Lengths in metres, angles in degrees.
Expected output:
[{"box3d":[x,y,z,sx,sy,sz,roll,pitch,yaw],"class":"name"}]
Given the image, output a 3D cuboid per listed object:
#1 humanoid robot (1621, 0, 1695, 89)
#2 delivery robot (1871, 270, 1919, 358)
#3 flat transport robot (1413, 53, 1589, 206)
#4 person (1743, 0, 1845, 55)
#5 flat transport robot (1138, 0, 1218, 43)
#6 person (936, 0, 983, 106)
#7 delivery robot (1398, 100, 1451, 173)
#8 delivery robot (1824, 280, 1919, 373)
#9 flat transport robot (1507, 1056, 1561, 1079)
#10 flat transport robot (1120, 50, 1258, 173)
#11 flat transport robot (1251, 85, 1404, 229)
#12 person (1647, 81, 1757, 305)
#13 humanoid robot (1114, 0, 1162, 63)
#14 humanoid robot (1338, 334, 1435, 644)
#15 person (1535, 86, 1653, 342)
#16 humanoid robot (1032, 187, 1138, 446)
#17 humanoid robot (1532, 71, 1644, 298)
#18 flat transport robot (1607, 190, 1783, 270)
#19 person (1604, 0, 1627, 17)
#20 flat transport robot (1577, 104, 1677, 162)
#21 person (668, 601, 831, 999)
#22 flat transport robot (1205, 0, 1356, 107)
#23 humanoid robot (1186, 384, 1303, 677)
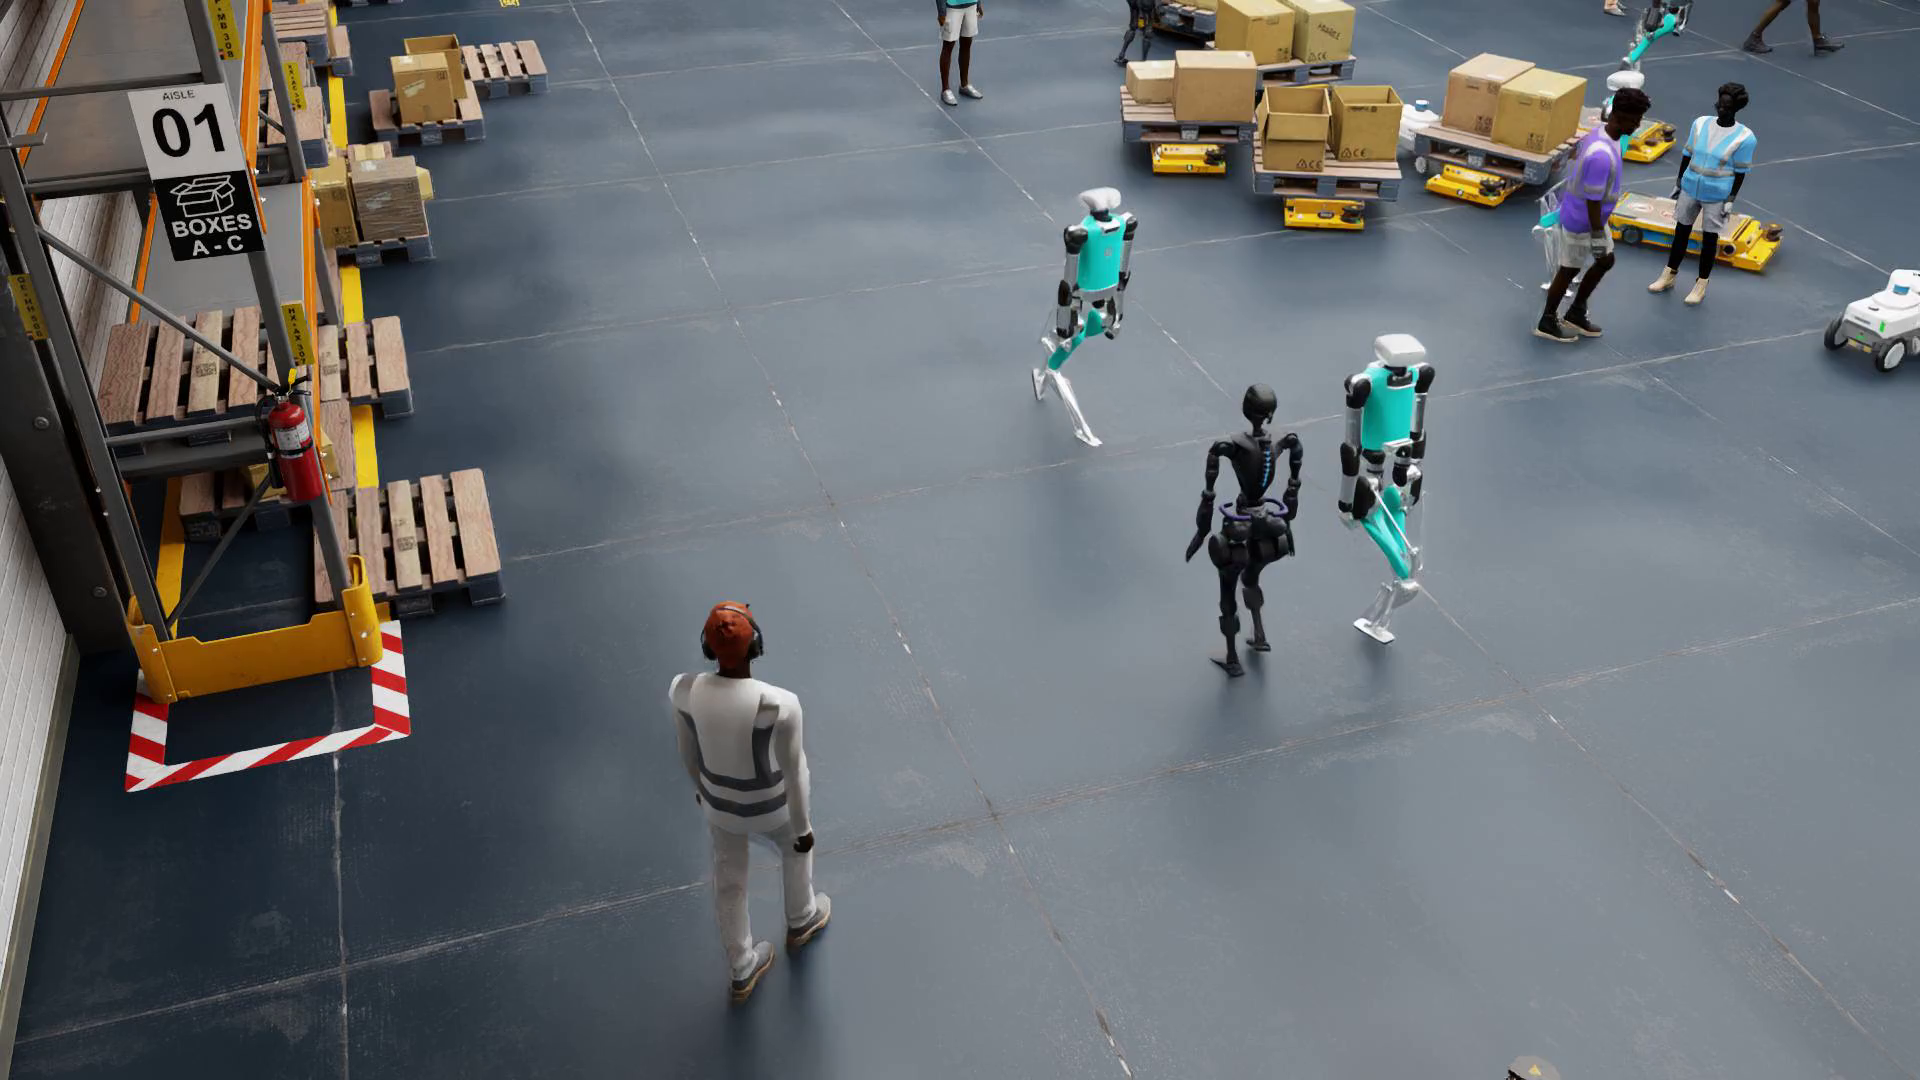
[{"box3d":[6.860,-5.112,16.446,0.531,1.870,0.772,-15,36,-22],"class":"humanoid robot"},{"box3d":[7.077,-1.702,12.219,0.499,0.608,0.797,3,33,5],"class":"delivery robot"},{"box3d":[4.837,-3.369,15.026,0.659,0.231,1.431,24,40,32],"class":"flat transport robot"},{"box3d":[9.110,-6.132,17.790,1.018,1.884,0.561,13,35,19],"class":"person"},{"box3d":[2.750,-5.834,18.806,1.431,0.231,0.659,28,42,36],"class":"flat transport robot"},{"box3d":[-0.024,-5.326,16.500,0.564,1.938,0.417,-24,40,-32],"class":"person"},{"box3d":[4.216,-3.757,15.352,0.499,0.587,0.781,-15,36,-21],"class":"delivery robot"},{"box3d":[6.713,-1.575,12.019,0.801,0.602,0.499,-17,37,-24],"class":"delivery robot"},{"box3d":[1.953,2.496,6.031,1.431,0.231,0.659,-28,42,-36],"class":"flat transport robot"},{"box3d":[2.116,-3.788,15.668,0.659,0.231,1.431,2,33,2],"class":"flat transport robot"},{"box3d":[3.154,-3.076,14.577,0.659,0.231,1.431,4,33,6],"class":"flat transport robot"},{"box3d":[5.636,-2.620,12.567,0.318,1.698,0.534,-24,40,-32],"class":"person"},{"box3d":[1.896,-5.773,17.420,0.384,1.640,0.595,-16,37,-24],"class":"humanoid robot"},{"box3d":[2.333,-0.142,8.758,0.556,1.812,0.791,-16,36,-22],"class":"humanoid robot"},{"box3d":[4.538,-2.272,11.811,0.593,1.938,0.628,16,36,22],"class":"person"},{"box3d":[0.673,-1.558,10.920,0.548,1.766,0.945,-20,38,-28],"class":"humanoid robot"},{"box3d":[4.690,-2.743,12.670,0.697,1.737,0.530,25,40,33],"class":"humanoid robot"},{"box3d":[6.006,-2.586,13.825,1.431,0.231,0.659,21,39,29],"class":"flat transport robot"},{"box3d":[7.755,-6.945,19.222,0.375,1.675,0.461,14,36,20],"class":"person"},{"box3d":[6.014,-3.918,15.868,1.431,0.231,0.659,24,40,32],"class":"flat transport robot"},{"box3d":[-0.826,1.013,6.848,0.592,1.857,0.770,10,34,15],"class":"person"},{"box3d":[3.241,-4.715,17.089,0.659,0.231,1.431,-10,35,-16],"class":"flat transport robot"},{"box3d":[1.485,-0.042,8.640,0.591,1.651,0.341,-9,34,-13],"class":"humanoid robot"}]
